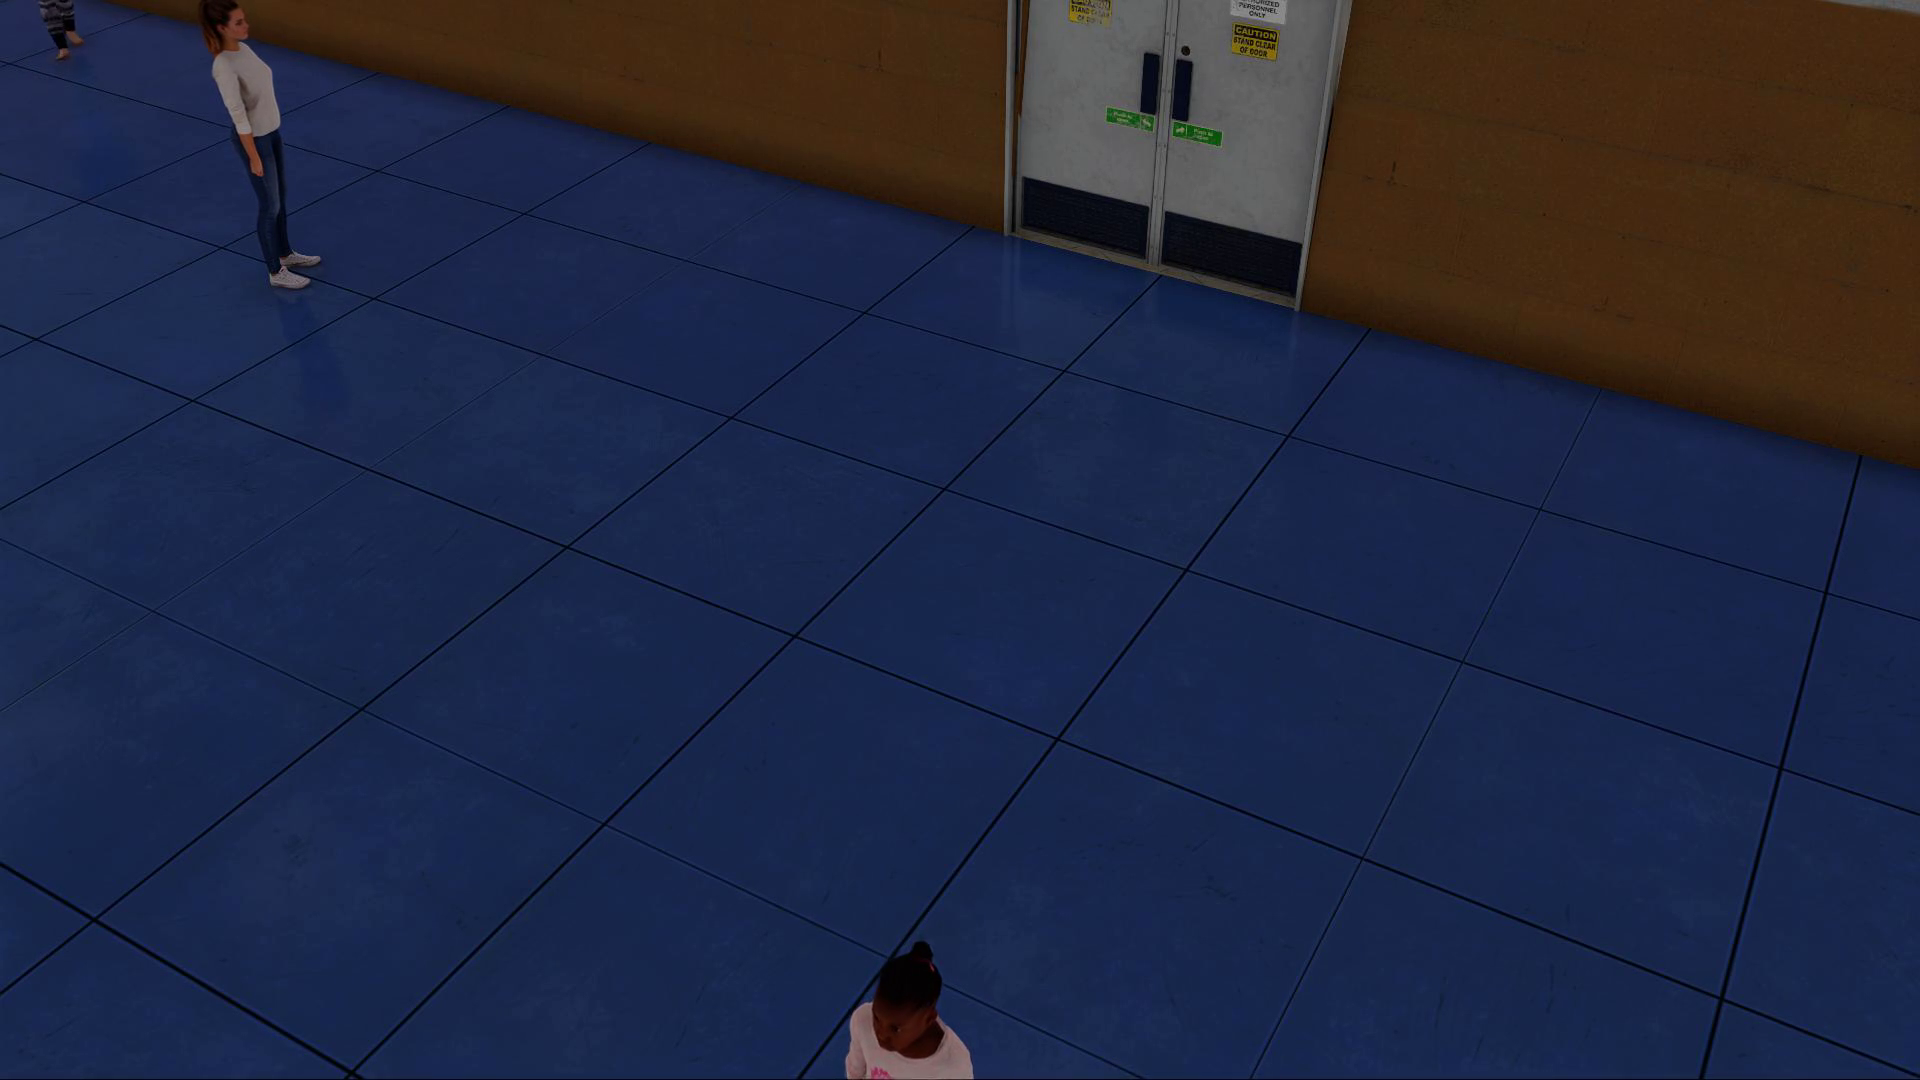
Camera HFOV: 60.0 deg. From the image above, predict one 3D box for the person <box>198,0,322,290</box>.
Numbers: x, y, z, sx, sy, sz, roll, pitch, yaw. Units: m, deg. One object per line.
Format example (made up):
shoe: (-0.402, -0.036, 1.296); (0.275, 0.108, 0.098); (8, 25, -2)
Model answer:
person: (-4.123, -2.330, 9.764); (0.753, 1.719, 0.648); (-2, 37, -3)

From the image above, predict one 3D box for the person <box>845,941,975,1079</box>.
person: (-0.138, 1.651, 4.690); (0.542, 1.444, 0.485); (17, 40, 21)
